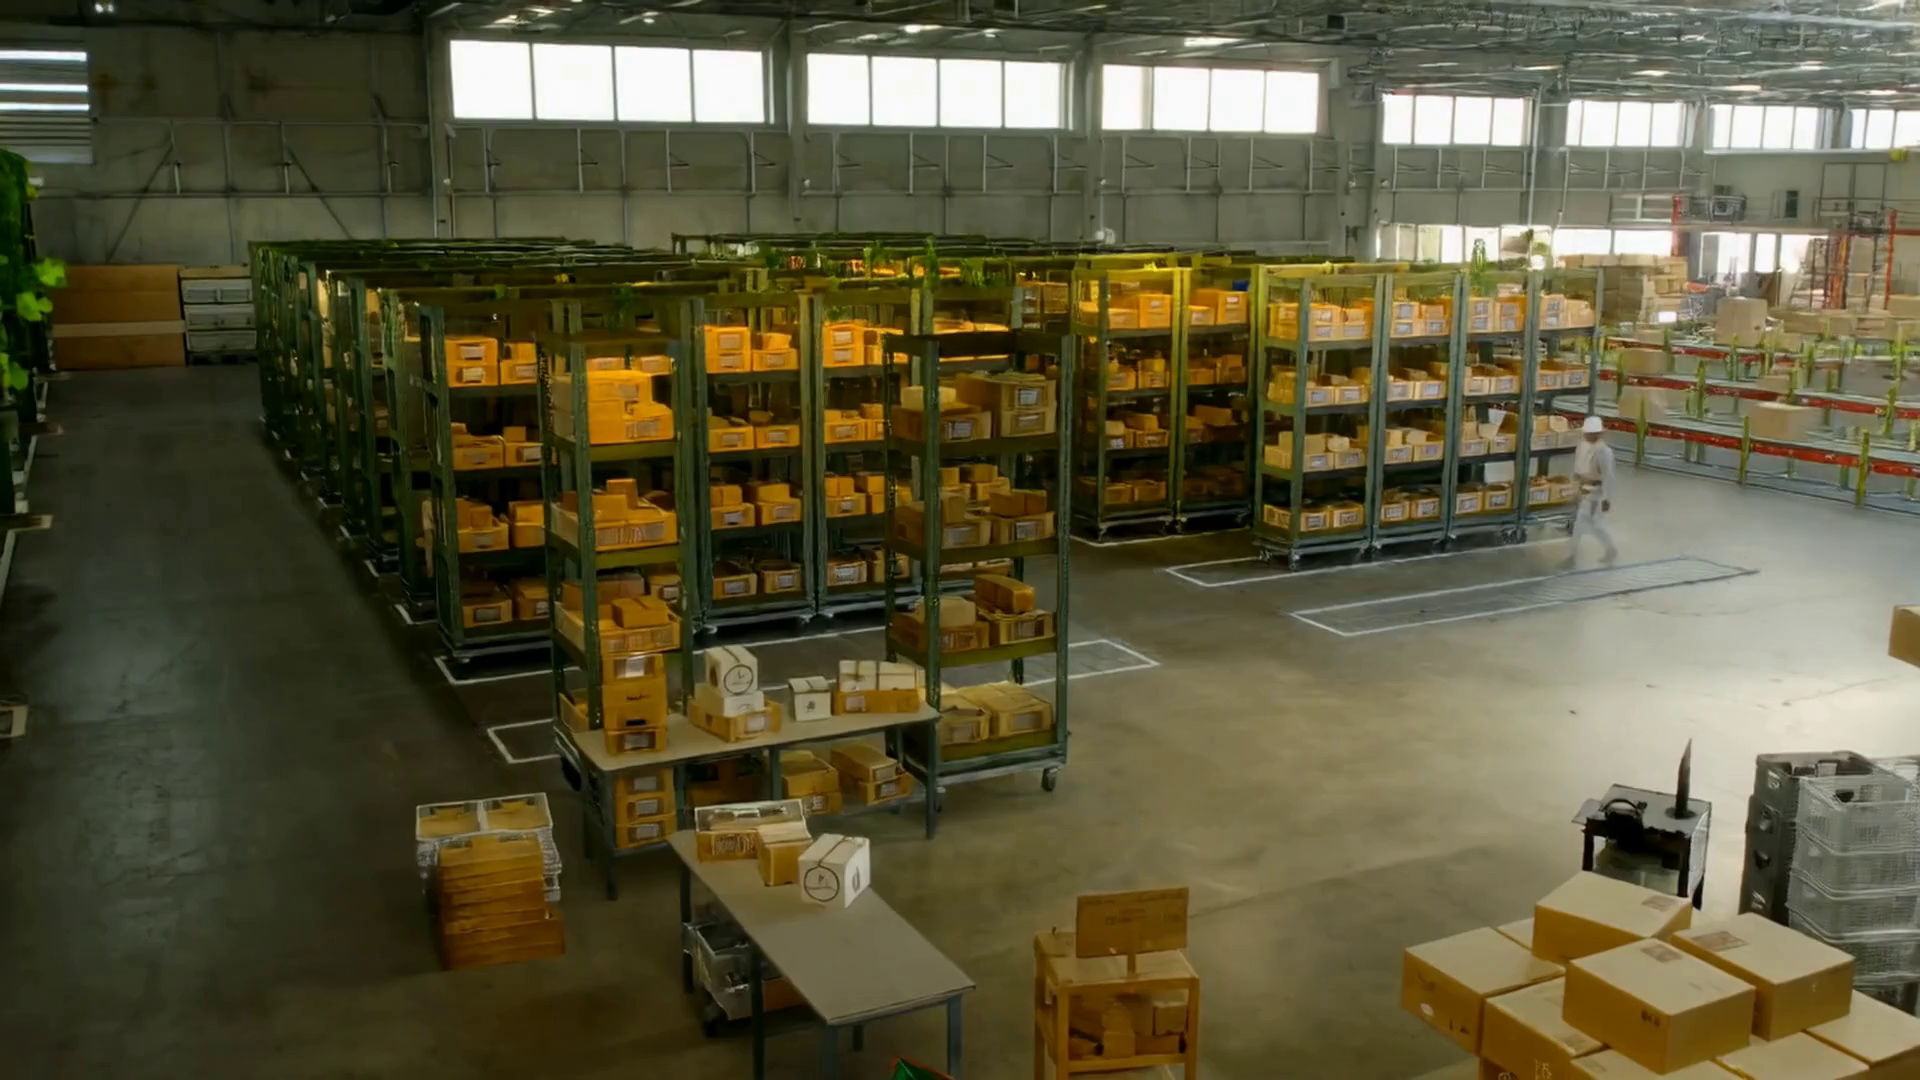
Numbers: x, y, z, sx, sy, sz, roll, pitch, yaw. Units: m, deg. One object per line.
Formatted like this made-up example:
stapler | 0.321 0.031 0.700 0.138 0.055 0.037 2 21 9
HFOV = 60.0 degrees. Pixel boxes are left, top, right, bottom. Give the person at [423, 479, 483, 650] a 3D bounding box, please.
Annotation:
person | -5.200 0.187 17.071 0.571 1.843 0.373 -9 15 -36

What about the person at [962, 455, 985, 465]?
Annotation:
person | 0.228 -0.925 22.327 0.403 1.823 0.588 -2 12 -7

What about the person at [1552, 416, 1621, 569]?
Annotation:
person | 7.863 -0.597 20.610 0.984 1.914 0.602 -2 12 -11
